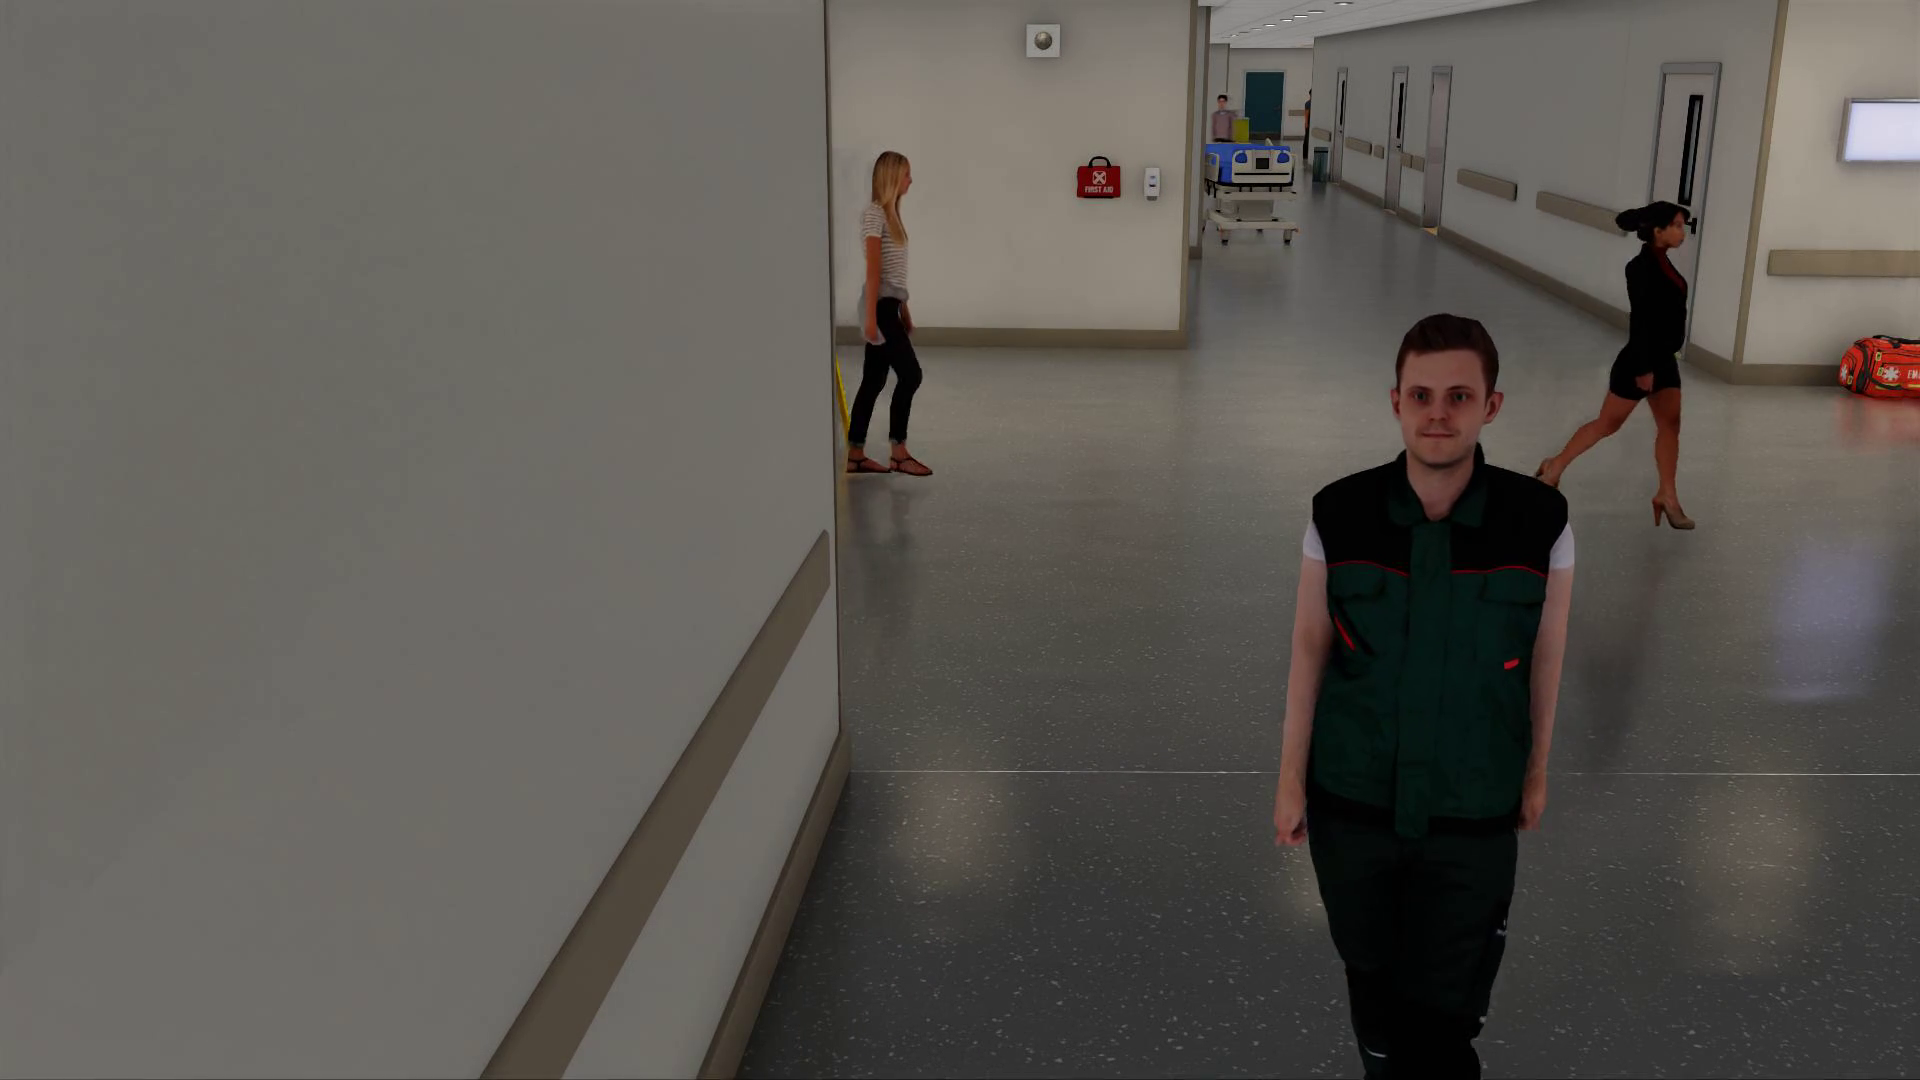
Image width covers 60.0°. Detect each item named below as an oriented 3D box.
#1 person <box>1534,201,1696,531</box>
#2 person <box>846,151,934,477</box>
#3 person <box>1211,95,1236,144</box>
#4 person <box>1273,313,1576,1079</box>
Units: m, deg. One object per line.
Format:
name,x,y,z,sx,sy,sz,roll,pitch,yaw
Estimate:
person,3.305,-0.839,8.271,1.089,1.606,0.939,13,20,39
person,-0.543,-1.244,9.348,0.722,1.802,0.629,2,16,6
person,5.156,-7.775,32.542,1.033,1.785,0.780,4,16,13
person,0.890,0.475,3.239,1.075,1.802,0.887,5,17,19
